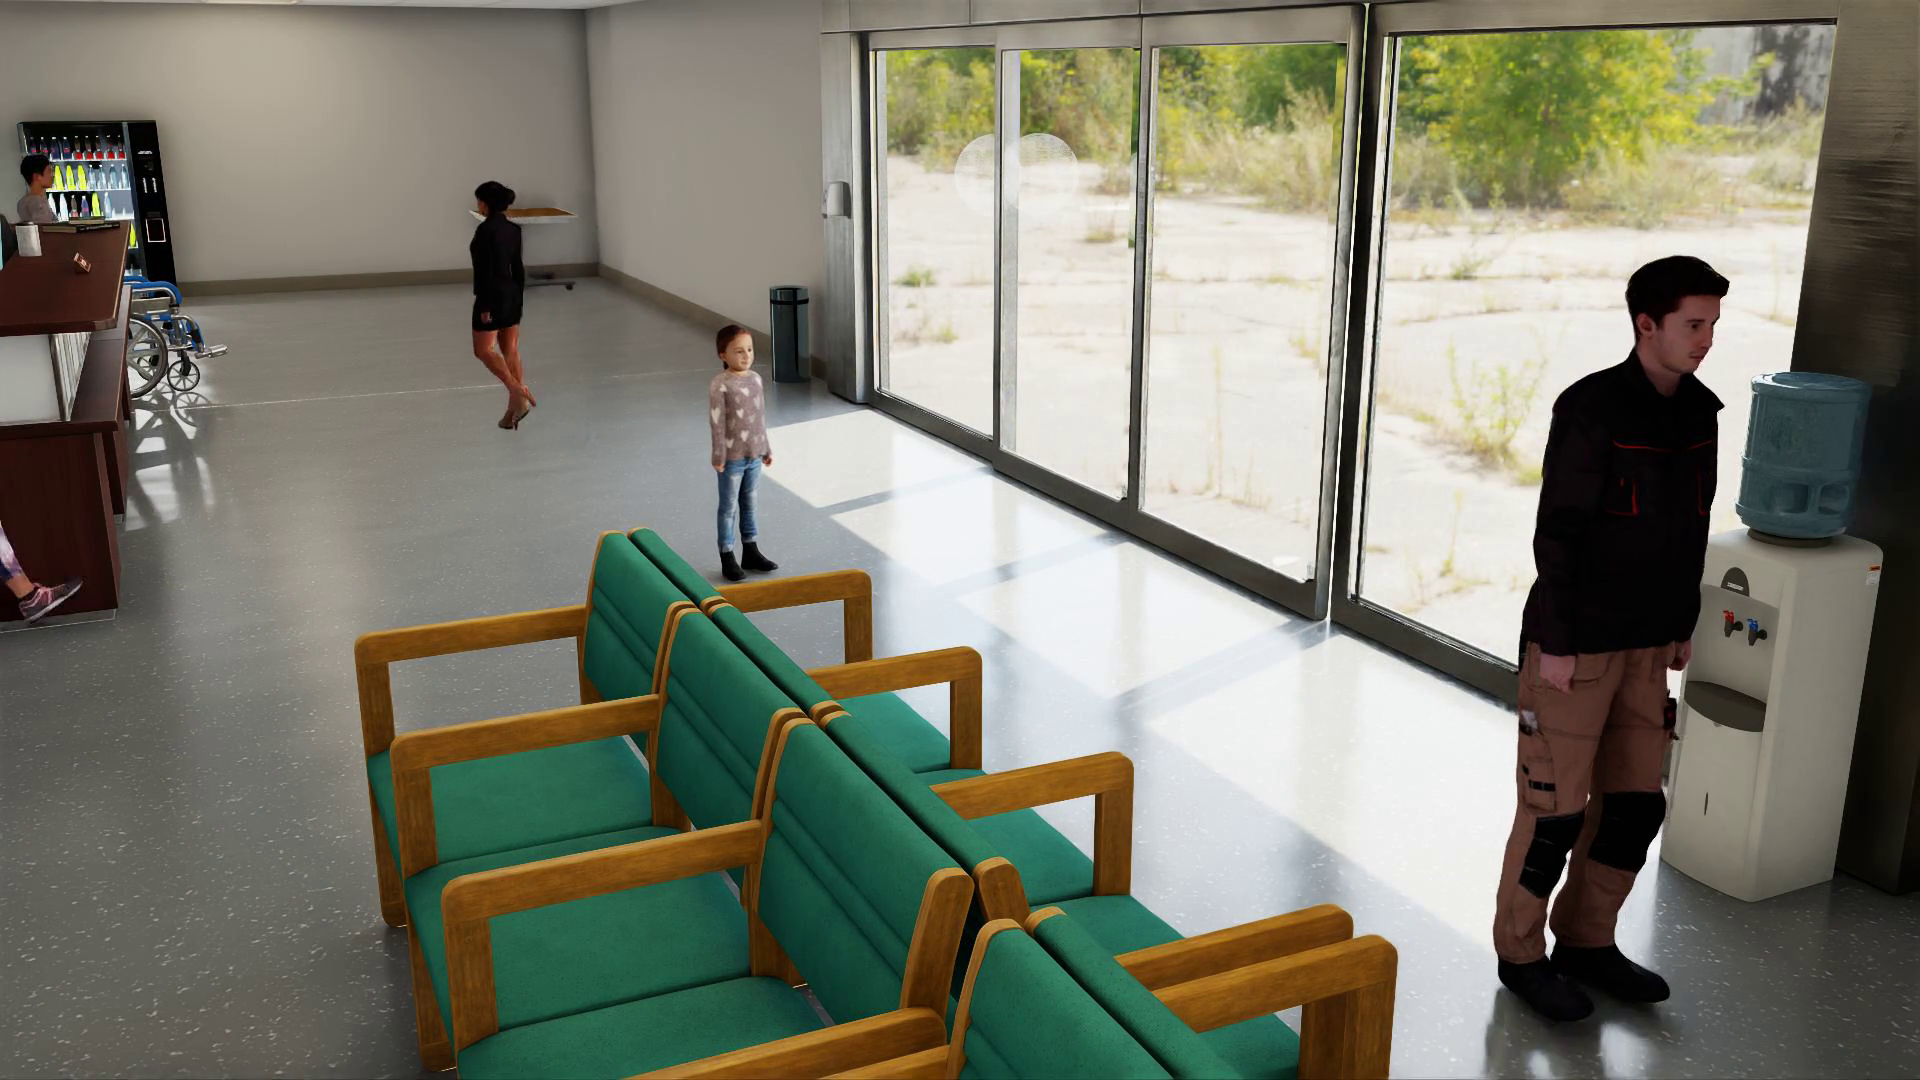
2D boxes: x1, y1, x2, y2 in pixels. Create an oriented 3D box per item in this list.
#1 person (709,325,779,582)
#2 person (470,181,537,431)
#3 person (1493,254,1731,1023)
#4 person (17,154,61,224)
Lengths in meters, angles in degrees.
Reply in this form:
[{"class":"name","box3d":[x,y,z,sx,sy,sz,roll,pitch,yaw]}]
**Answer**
[{"class":"person","box3d":[-1.041,-0.422,7.823,0.606,1.194,0.500,14,21,41]},{"class":"person","box3d":[-2.935,-1.498,10.840,0.823,1.630,0.765,7,17,24]},{"class":"person","box3d":[1.572,0.255,4.101,0.540,1.911,0.769,-8,18,-26]},{"class":"person","box3d":[-7.067,-2.063,12.713,1.005,1.700,0.756,-13,20,-38]}]
